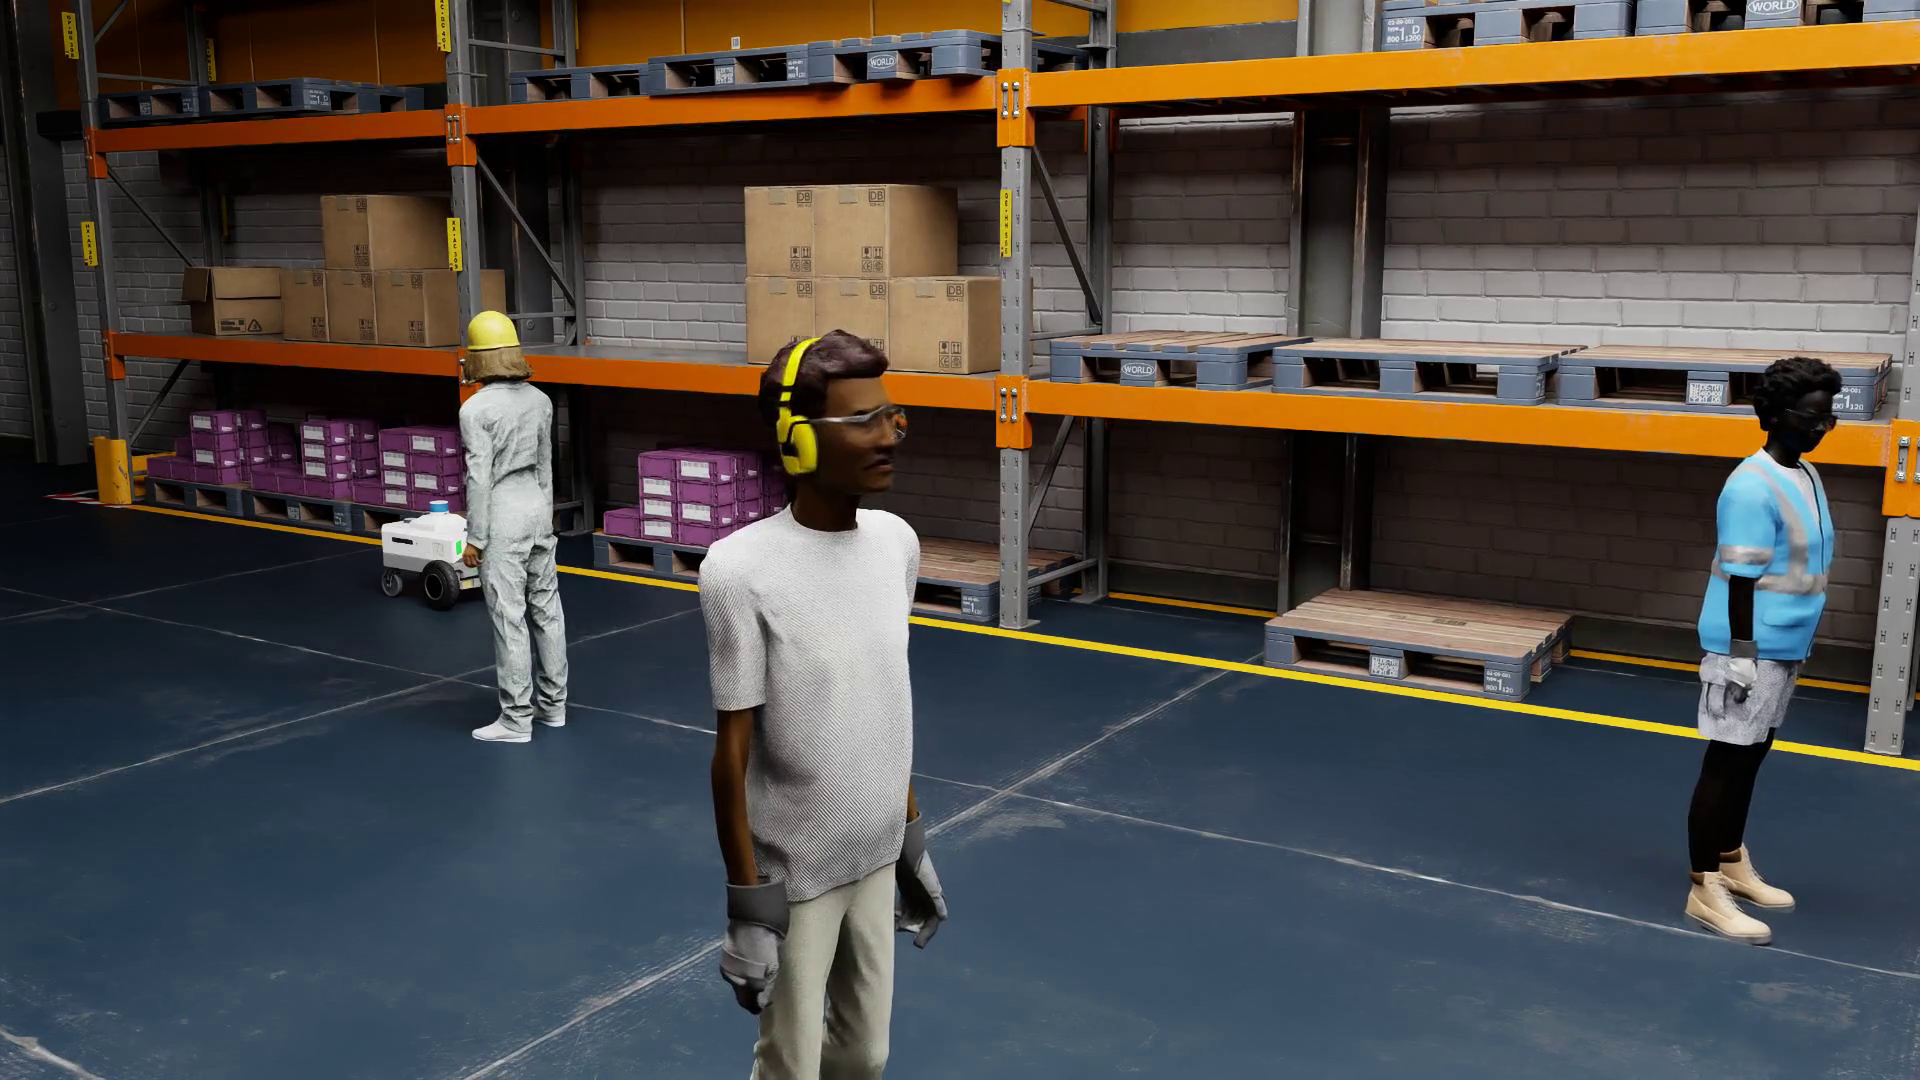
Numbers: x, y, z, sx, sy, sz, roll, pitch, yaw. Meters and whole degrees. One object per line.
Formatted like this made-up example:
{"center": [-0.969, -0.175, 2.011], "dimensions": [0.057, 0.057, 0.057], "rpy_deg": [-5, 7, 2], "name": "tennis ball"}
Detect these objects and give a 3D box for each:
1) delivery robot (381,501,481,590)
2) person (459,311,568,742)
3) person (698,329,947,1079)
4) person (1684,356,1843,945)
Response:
{"center": [-2.925, 0.021, 9.370], "dimensions": [0.707, 0.478, 0.477], "rpy_deg": [7, 12, 33], "name": "delivery robot"}
{"center": [-1.837, -0.050, 6.738], "dimensions": [0.313, 1.741, 0.487], "rpy_deg": [5, 11, 26], "name": "person"}
{"center": [-0.214, 0.578, 2.888], "dimensions": [0.328, 1.877, 0.514], "rpy_deg": [7, 13, 36], "name": "person"}
{"center": [2.349, 0.308, 4.874], "dimensions": [0.321, 1.696, 0.537], "rpy_deg": [9, 14, 41], "name": "person"}
